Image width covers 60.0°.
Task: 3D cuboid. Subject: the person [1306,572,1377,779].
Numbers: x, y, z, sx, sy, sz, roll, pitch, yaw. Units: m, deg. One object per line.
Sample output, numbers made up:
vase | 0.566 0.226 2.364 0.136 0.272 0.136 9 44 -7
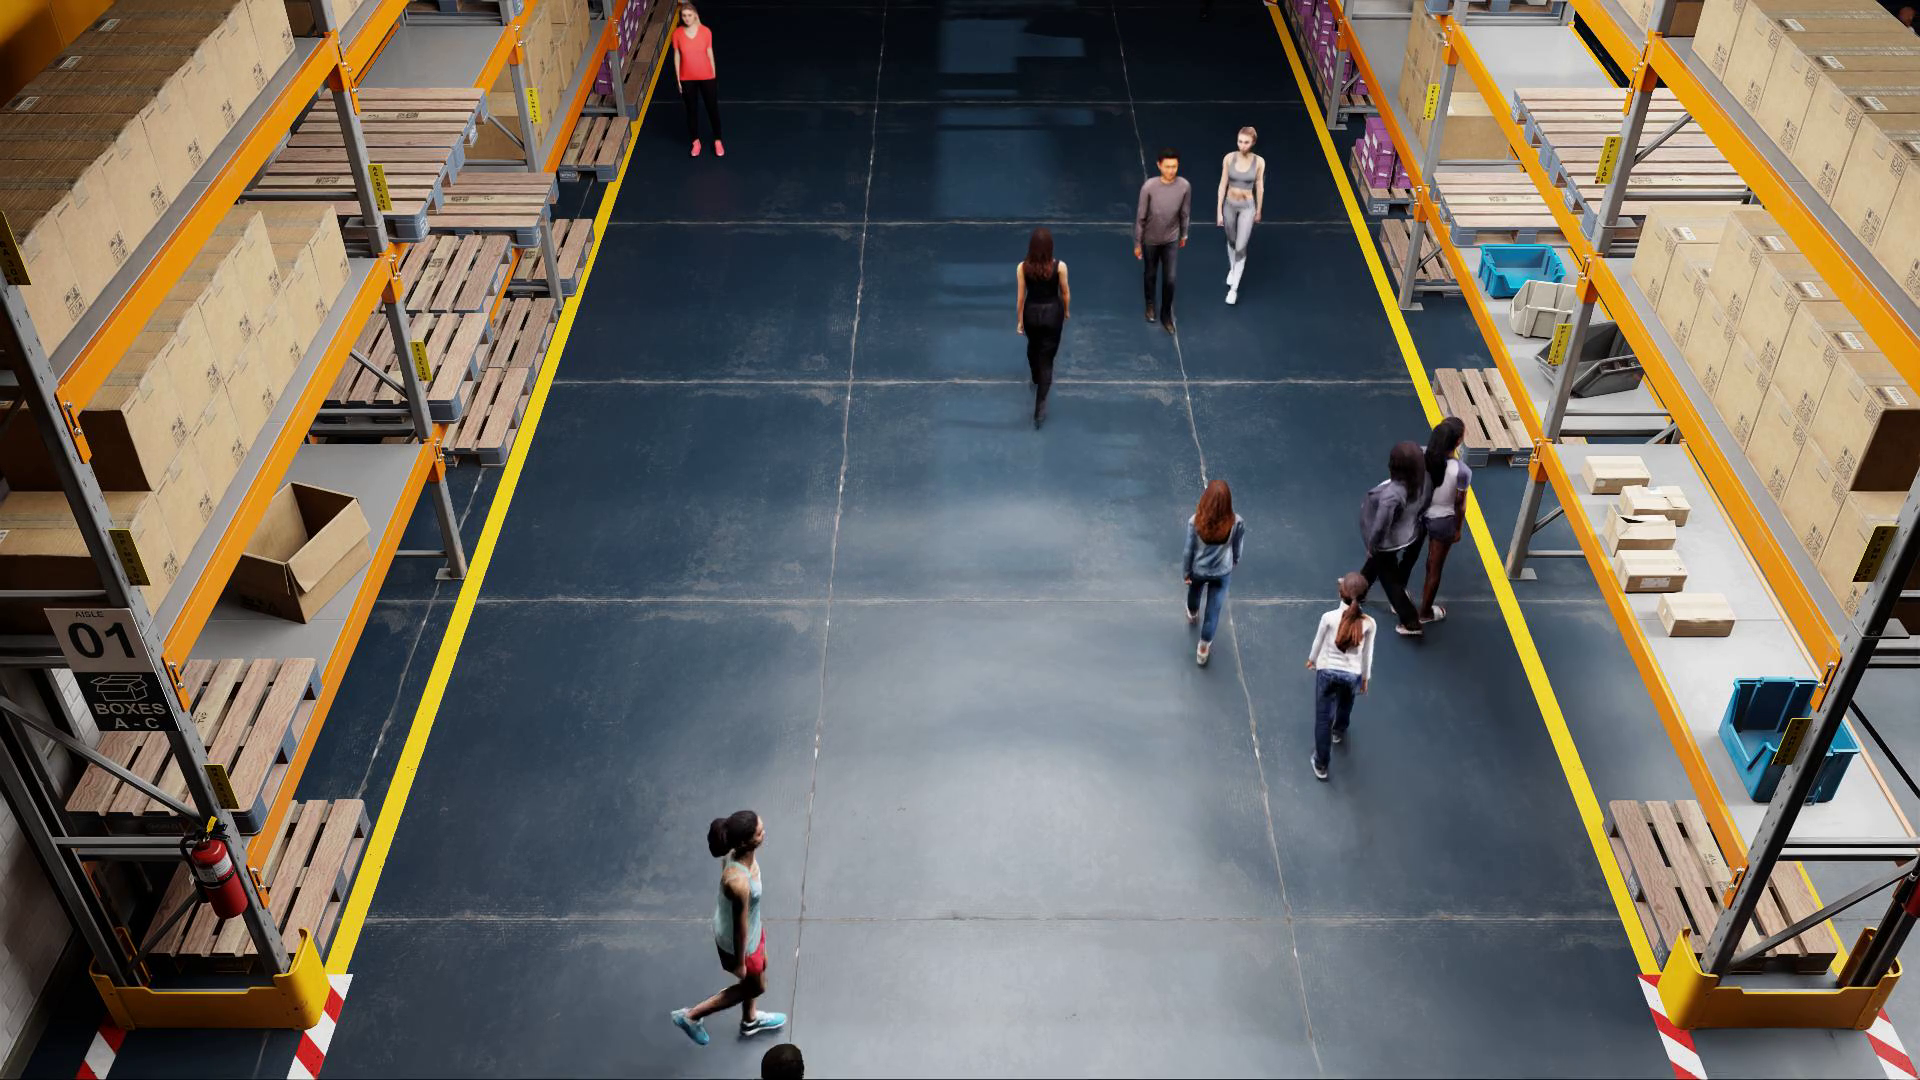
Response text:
person | 2.445 0.925 10.733 0.570 1.533 0.823 2 39 3

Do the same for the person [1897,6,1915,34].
person | 10.702 -5.494 19.048 0.500 1.187 0.668 1 39 2

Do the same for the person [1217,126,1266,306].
person | 2.646 -3.148 15.721 0.787 1.673 1.065 13 40 16

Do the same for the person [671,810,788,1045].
person | -1.261 2.155 9.028 0.740 1.740 0.831 -2 39 -3

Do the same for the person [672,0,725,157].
person | -2.853 -4.995 18.019 0.617 1.691 0.560 -5 39 -6

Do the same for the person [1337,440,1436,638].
person | 3.139 0.014 11.842 1.085 1.574 1.168 -29 47 -31

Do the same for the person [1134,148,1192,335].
person | 1.826 -2.804 15.228 0.757 1.750 0.667 0 39 0

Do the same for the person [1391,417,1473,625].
person | 3.379 -0.149 11.918 0.701 1.732 0.756 31 48 32

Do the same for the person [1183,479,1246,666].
person | 1.751 0.254 11.637 0.636 1.454 0.913 6 39 7

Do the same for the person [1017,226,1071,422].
person | 0.698 -1.801 14.055 0.733 1.647 1.178 6 39 7
